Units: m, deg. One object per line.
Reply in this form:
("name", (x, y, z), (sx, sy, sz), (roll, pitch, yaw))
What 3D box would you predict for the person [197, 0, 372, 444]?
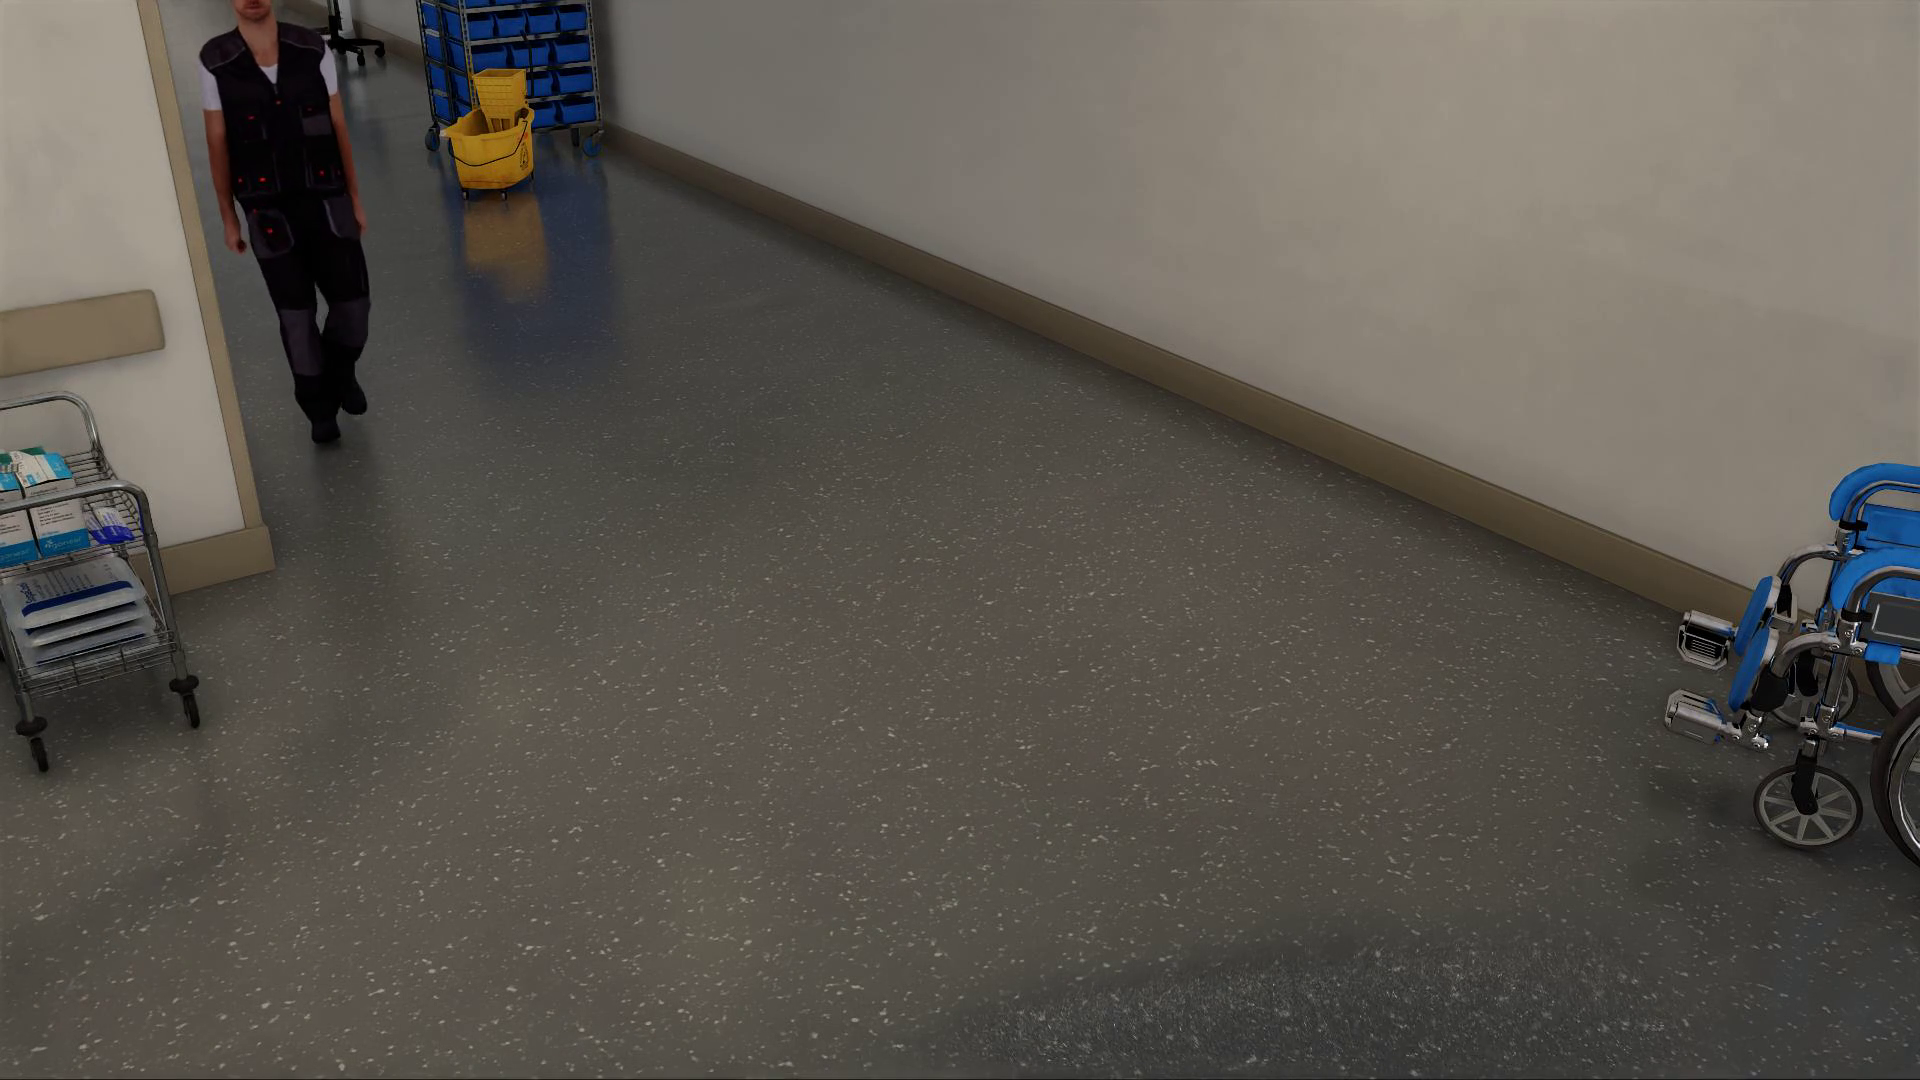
("person", (-2.525, -1.284, 6.285), (0.653, 1.835, 0.769), (-13, 29, -25))
